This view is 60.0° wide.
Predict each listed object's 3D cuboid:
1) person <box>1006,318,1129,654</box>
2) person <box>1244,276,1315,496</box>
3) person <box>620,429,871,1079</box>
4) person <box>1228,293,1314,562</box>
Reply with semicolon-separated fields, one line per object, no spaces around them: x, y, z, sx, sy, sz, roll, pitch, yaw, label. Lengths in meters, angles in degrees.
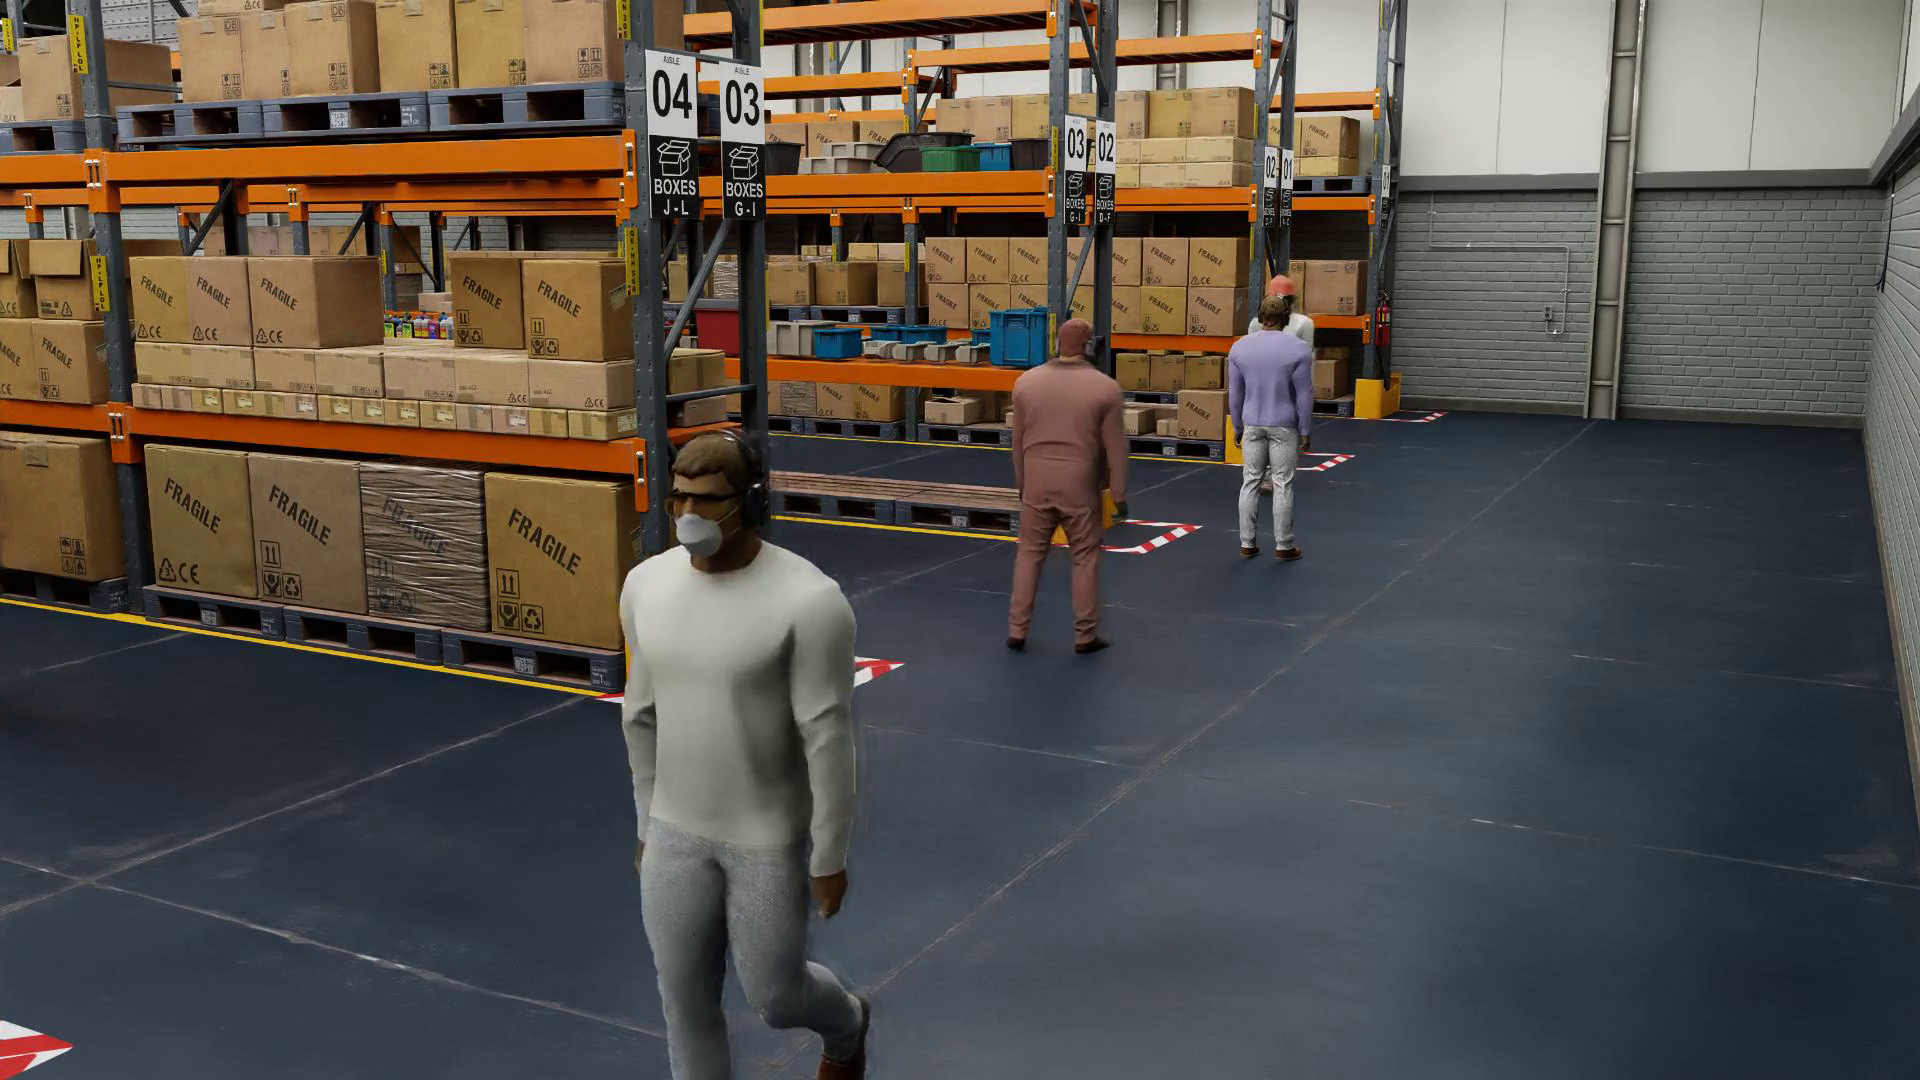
0.588;-0.286;9.331;0.730;1.888;0.492;3;11;18;person
2.925;-1.434;15.325;0.631;1.990;1.070;6;12;28;person
-0.495;0.672;4.018;0.630;1.921;0.760;5;11;25;person
2.241;-0.804;12.010;0.631;1.940;0.372;6;12;28;person
